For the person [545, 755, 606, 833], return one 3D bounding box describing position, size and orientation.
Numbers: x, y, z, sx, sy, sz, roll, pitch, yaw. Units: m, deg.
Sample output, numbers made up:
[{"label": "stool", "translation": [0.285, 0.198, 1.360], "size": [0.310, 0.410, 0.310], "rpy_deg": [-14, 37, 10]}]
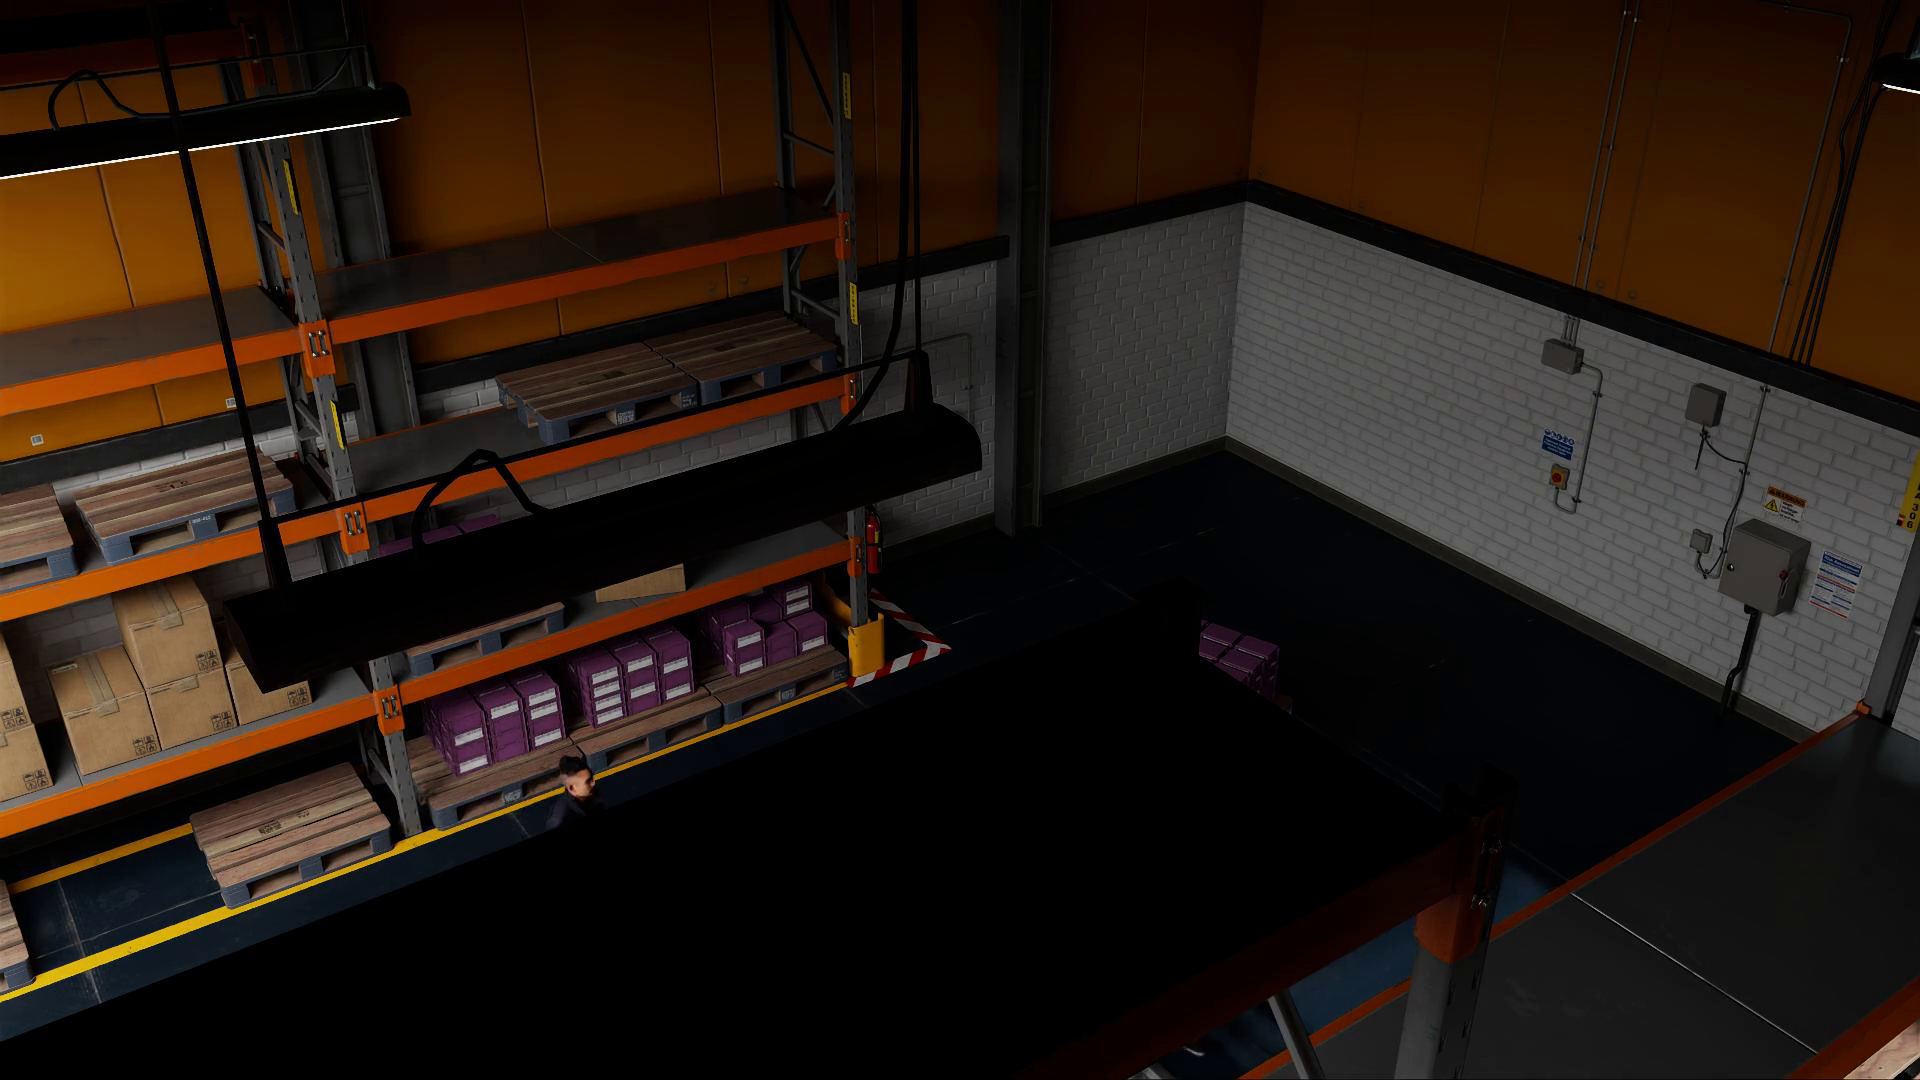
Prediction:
[{"label": "person", "translation": [-2.488, 2.164, 10.737], "size": [1.032, 1.848, 0.974], "rpy_deg": [8, 30, 14]}]
